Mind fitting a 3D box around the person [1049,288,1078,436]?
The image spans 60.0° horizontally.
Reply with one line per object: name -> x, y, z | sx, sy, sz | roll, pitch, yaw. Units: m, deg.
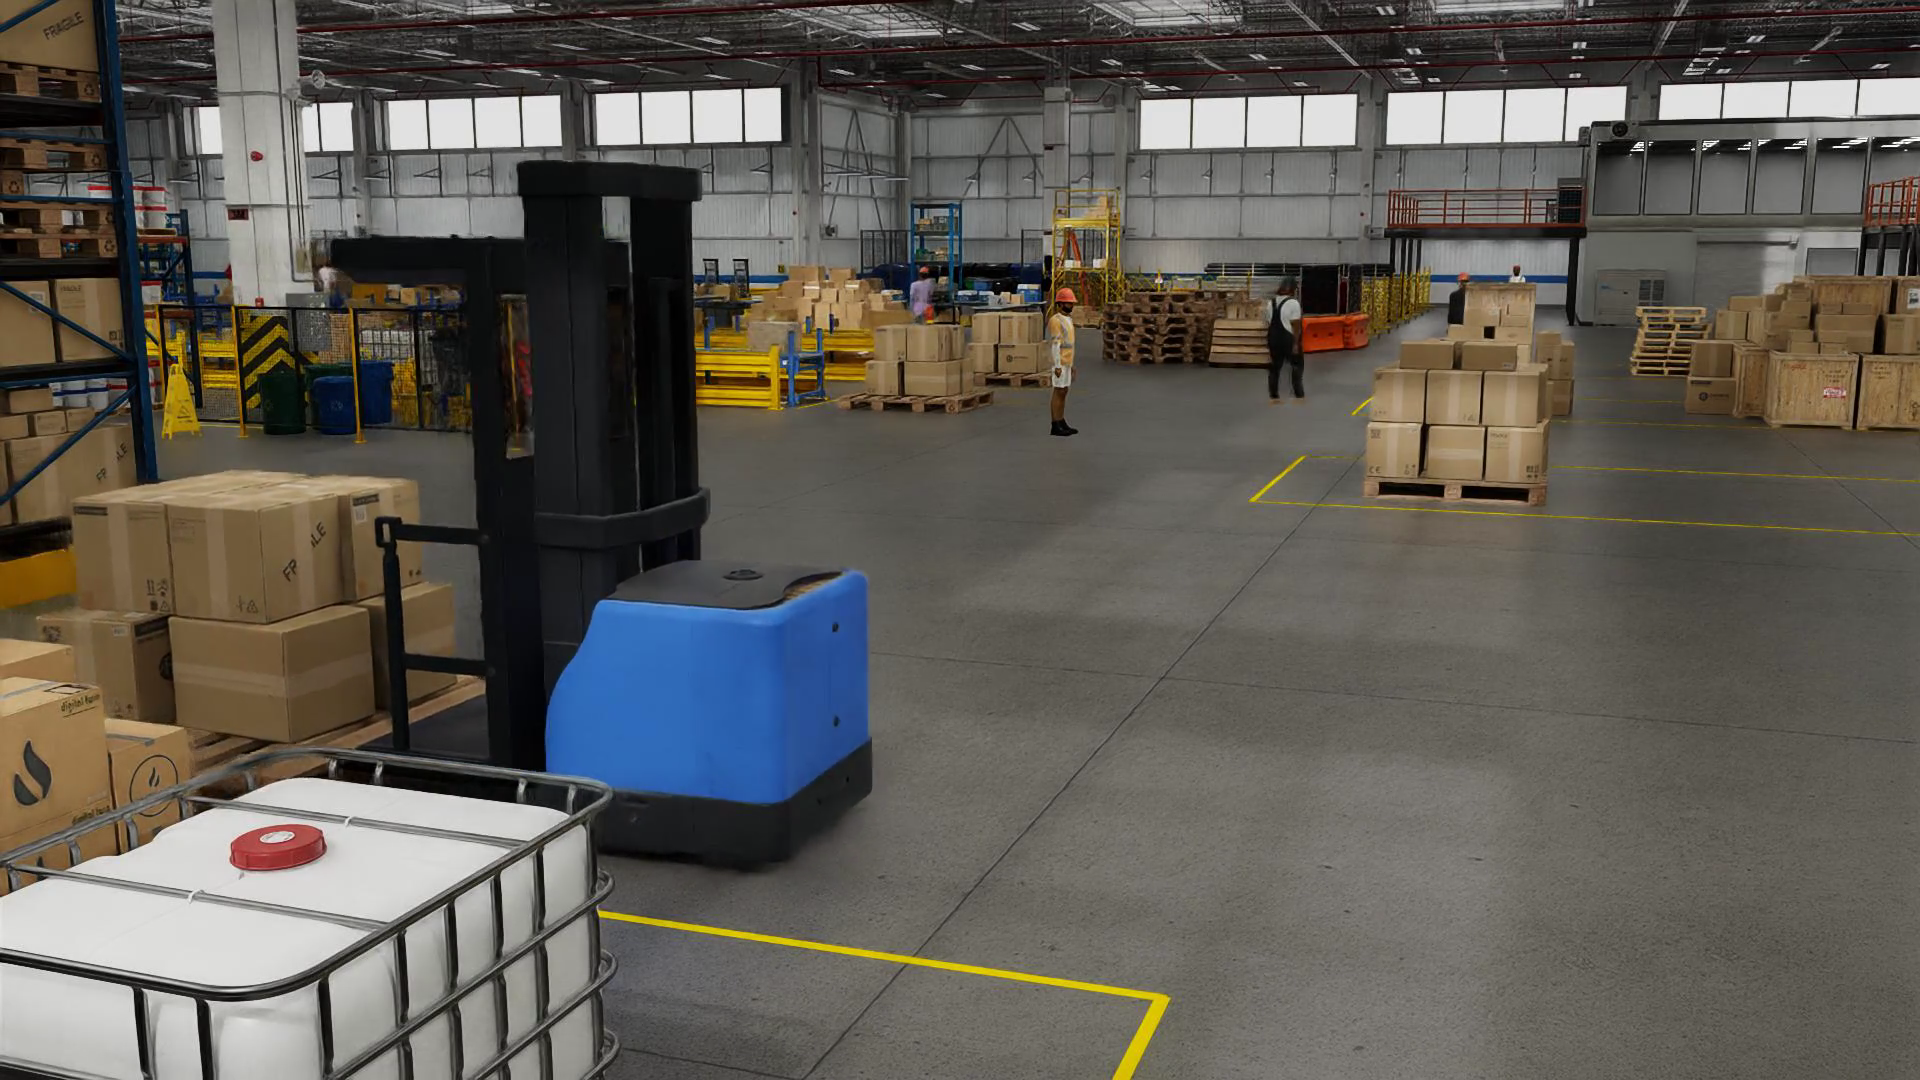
person -> 1.373, -2.341, 21.910 | 0.361, 1.938, 0.545 | 4, 11, 22

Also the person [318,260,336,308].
person -> -23.985, -9.646, 63.124 | 0.641, 1.913, 0.407 | 0, 10, 0

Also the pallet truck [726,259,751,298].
pallet truck -> -7.986, -9.493, 62.019 | 0.823, 1.965, 1.885 | 3, 11, 17

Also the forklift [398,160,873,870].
forklift -> -1.416, -0.180, 7.087 | 1.873, 2.768, 1.129 | 3, 11, 19

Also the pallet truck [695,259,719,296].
pallet truck -> -9.165, -9.627, 62.776 | 0.823, 1.965, 1.885 | 4, 11, 23

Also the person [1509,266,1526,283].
person -> 16.639, -7.271, 49.830 | 0.356, 1.883, 0.572 | -7, 12, -35

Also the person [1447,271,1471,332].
person -> 9.733, -4.200, 32.220 | 0.621, 1.992, 0.394 | -2, 10, -10

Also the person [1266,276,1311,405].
person -> 5.184, -3.136, 26.099 | 0.857, 2.000, 0.704 | -7, 12, -36

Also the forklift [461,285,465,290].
forklift -> -20.133, -10.254, 65.465 | 1.157, 1.987, 2.680 | 3, 11, 19

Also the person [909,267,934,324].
person -> -0.919, -5.242, 38.091 | 0.677, 2.006, 0.410 | -6, 12, -32
